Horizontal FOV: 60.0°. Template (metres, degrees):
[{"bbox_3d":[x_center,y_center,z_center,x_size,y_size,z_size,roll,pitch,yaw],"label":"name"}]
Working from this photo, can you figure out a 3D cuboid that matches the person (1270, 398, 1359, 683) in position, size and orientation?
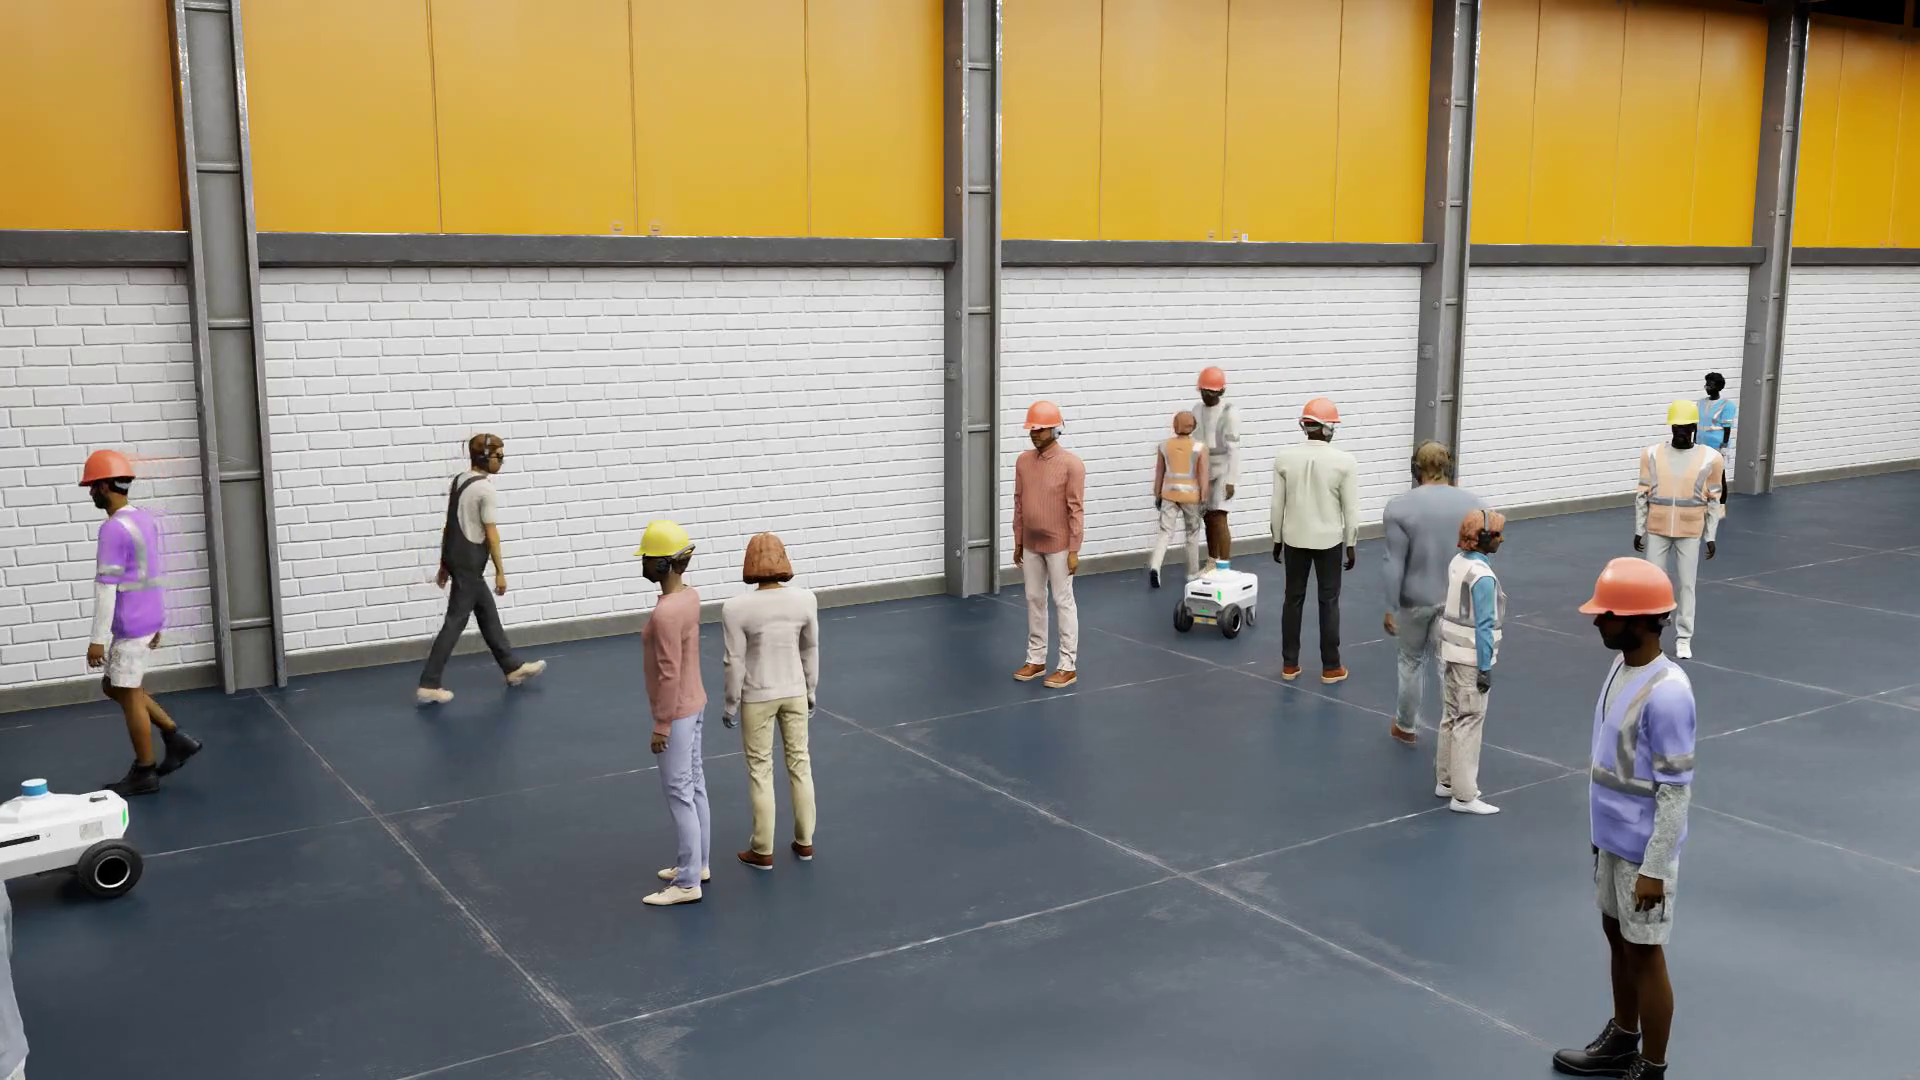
[{"bbox_3d":[2.481,0.002,11.641,0.614,1.990,0.392,5,11,27],"label":"person"}]

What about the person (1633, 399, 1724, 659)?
[{"bbox_3d":[5.305,-0.081,12.331,0.585,1.929,0.375,6,11,31],"label":"person"}]

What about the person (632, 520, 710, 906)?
[{"bbox_3d":[-1.324,0.784,7.611,0.314,1.767,0.534,1,9,3],"label":"person"}]

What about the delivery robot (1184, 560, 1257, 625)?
[{"bbox_3d":[2.083,0.406,13.243,0.477,0.478,0.707,7,12,35],"label":"delivery robot"}]

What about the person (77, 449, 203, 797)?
[{"bbox_3d":[-4.552,0.463,9.114,0.454,1.912,0.583,-2,10,-15],"label":"person"}]

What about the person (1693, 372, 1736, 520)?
[{"bbox_3d":[8.614,-1.080,19.063,0.320,1.691,0.534,-4,10,-23],"label":"person"}]

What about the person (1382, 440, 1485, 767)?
[{"bbox_3d":[2.789,0.369,9.735,0.644,1.903,0.951,-1,9,-4],"label":"person"}]

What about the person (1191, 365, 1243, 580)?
[{"bbox_3d":[2.299,-0.588,15.144,0.490,2.011,0.663,-5,11,-30],"label":"person"}]

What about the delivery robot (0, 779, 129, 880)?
[{"bbox_3d":[-4.223,1.340,7.620,0.707,0.478,0.477,-8,13,-41],"label":"delivery robot"}]

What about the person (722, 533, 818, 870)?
[{"bbox_3d":[-0.917,0.777,8.054,0.501,1.631,0.287,-6,11,-31],"label":"person"}]

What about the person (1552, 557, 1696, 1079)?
[{"bbox_3d":[2.286,1.014,5.713,0.373,1.933,0.549,1,9,4],"label":"person"}]

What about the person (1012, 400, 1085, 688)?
[{"bbox_3d":[0.594,0.024,11.536,0.614,1.987,0.407,9,13,43],"label":"person"}]

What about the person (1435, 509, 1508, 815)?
[{"bbox_3d":[2.723,0.644,8.868,0.310,1.631,0.510,0,9,0],"label":"person"}]

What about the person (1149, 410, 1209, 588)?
[{"bbox_3d":[1.986,-0.373,15.040,0.535,1.609,0.768,5,11,28],"label":"person"}]

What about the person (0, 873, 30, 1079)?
[{"bbox_3d":[-2.582,1.404,4.307,0.284,1.626,0.507,-1,10,-8],"label":"person"}]

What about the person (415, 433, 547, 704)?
[{"bbox_3d":[-3.276,0.180,11.166,0.991,1.784,0.552,-7,12,-38],"label":"person"}]
